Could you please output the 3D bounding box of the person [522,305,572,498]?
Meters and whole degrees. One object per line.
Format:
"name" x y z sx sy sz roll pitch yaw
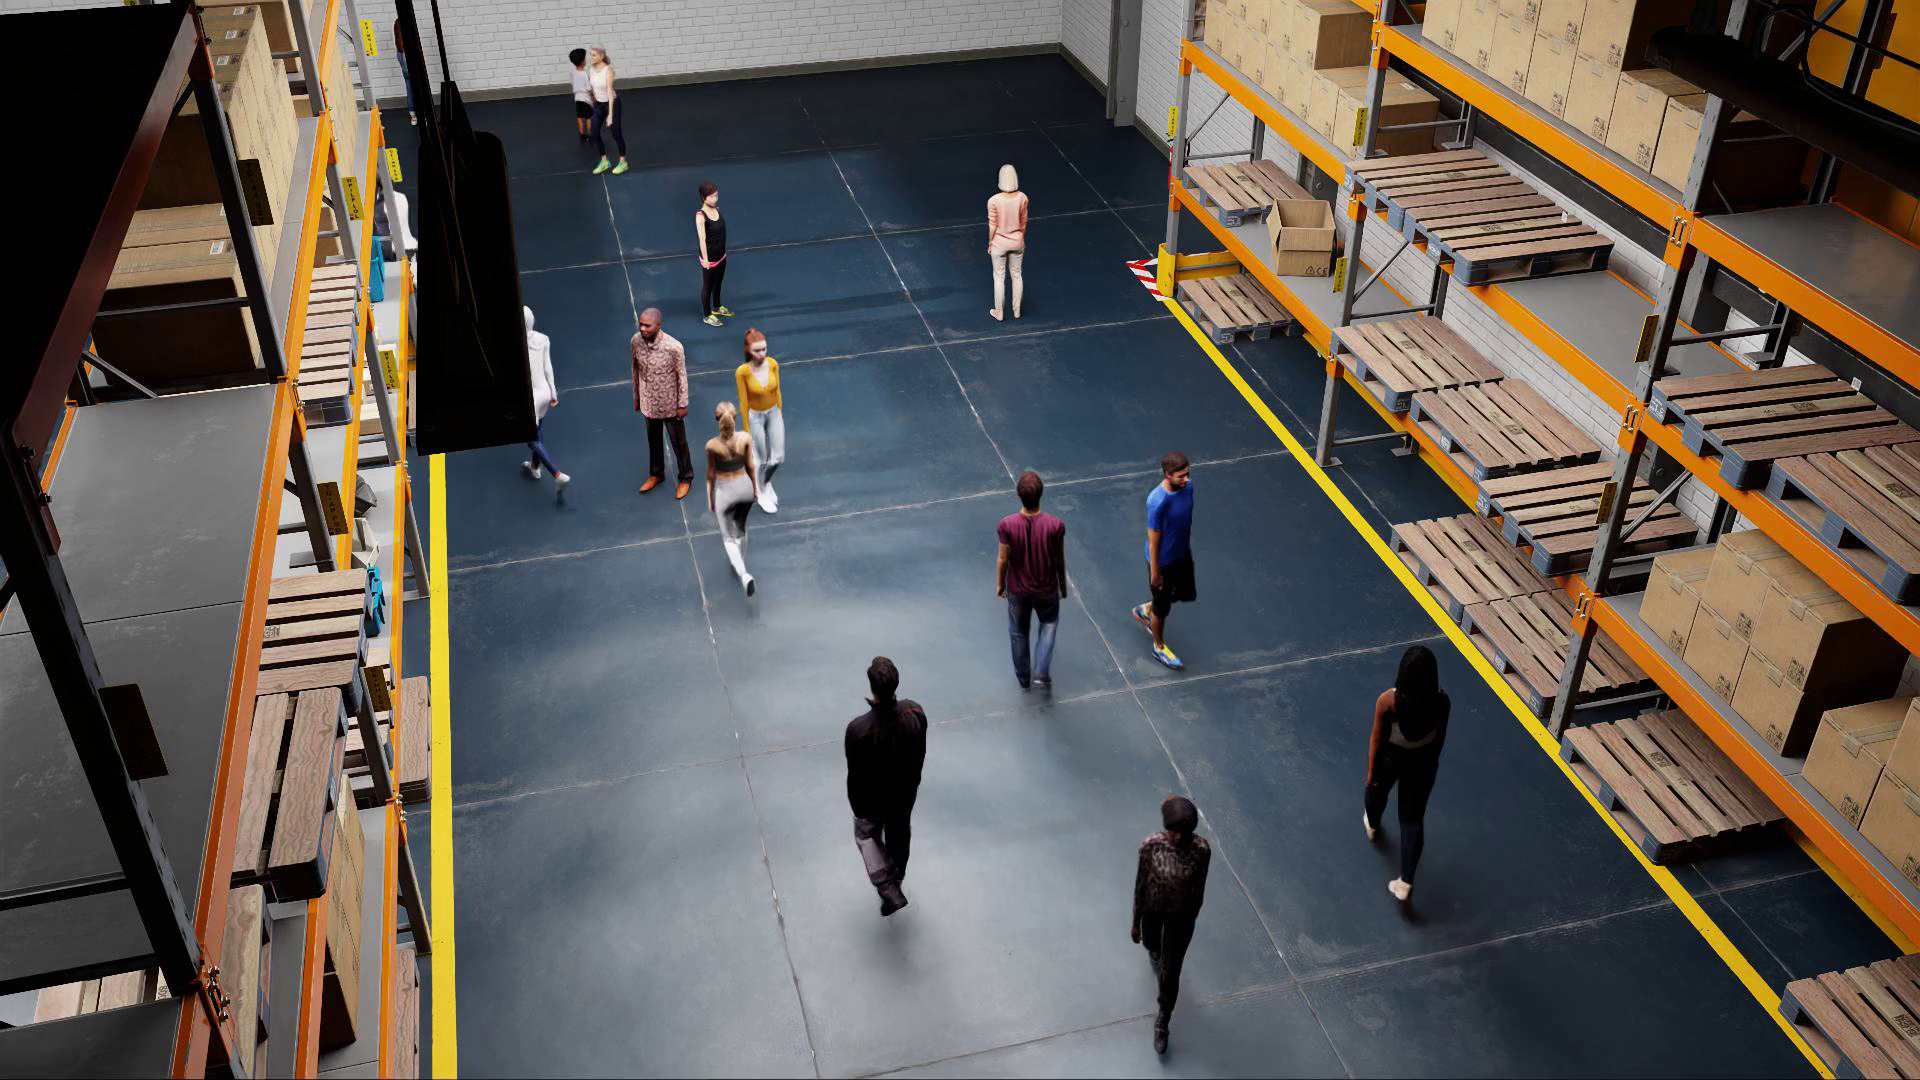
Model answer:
"person" -3.737 -1.201 14.669 0.971 1.753 1.178 -29 43 -36

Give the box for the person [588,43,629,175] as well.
"person" -4.429 -5.520 21.228 0.779 1.686 0.838 19 38 27

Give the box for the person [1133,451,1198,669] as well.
"person" 1.517 0.095 12.623 0.951 1.859 0.853 28 43 35

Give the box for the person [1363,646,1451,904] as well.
"person" 2.852 1.495 10.598 0.939 1.769 1.280 3 34 5

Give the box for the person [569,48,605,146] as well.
"person" -5.040 -5.933 22.235 0.566 1.258 0.630 19 38 27

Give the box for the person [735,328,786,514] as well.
"person" -1.771 -1.057 14.465 0.667 1.739 0.697 -21 39 -28

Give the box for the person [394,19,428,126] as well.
"person" -7.503 -6.405 22.748 0.628 1.476 0.705 21 39 28

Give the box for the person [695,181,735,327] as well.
"person" -2.630 -3.061 17.650 0.684 1.550 0.602 12 35 17

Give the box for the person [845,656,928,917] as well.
"person" -0.422 1.578 10.328 0.789 1.930 0.920 -15 36 -21

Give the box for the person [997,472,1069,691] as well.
"person" 0.530 0.378 12.217 0.785 1.837 0.789 3 34 4

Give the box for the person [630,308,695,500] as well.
"person" -2.627 -1.233 14.668 0.778 1.808 0.798 11 35 16

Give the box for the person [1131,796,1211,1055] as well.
"person" 1.200 2.121 9.735 0.895 1.682 1.181 6 34 9

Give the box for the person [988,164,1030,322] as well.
"person" 0.505 -3.155 17.634 0.604 1.724 0.524 -10 35 -15

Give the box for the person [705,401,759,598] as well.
"person" -1.803 -0.302 13.382 0.656 1.680 1.009 -13 36 -18
